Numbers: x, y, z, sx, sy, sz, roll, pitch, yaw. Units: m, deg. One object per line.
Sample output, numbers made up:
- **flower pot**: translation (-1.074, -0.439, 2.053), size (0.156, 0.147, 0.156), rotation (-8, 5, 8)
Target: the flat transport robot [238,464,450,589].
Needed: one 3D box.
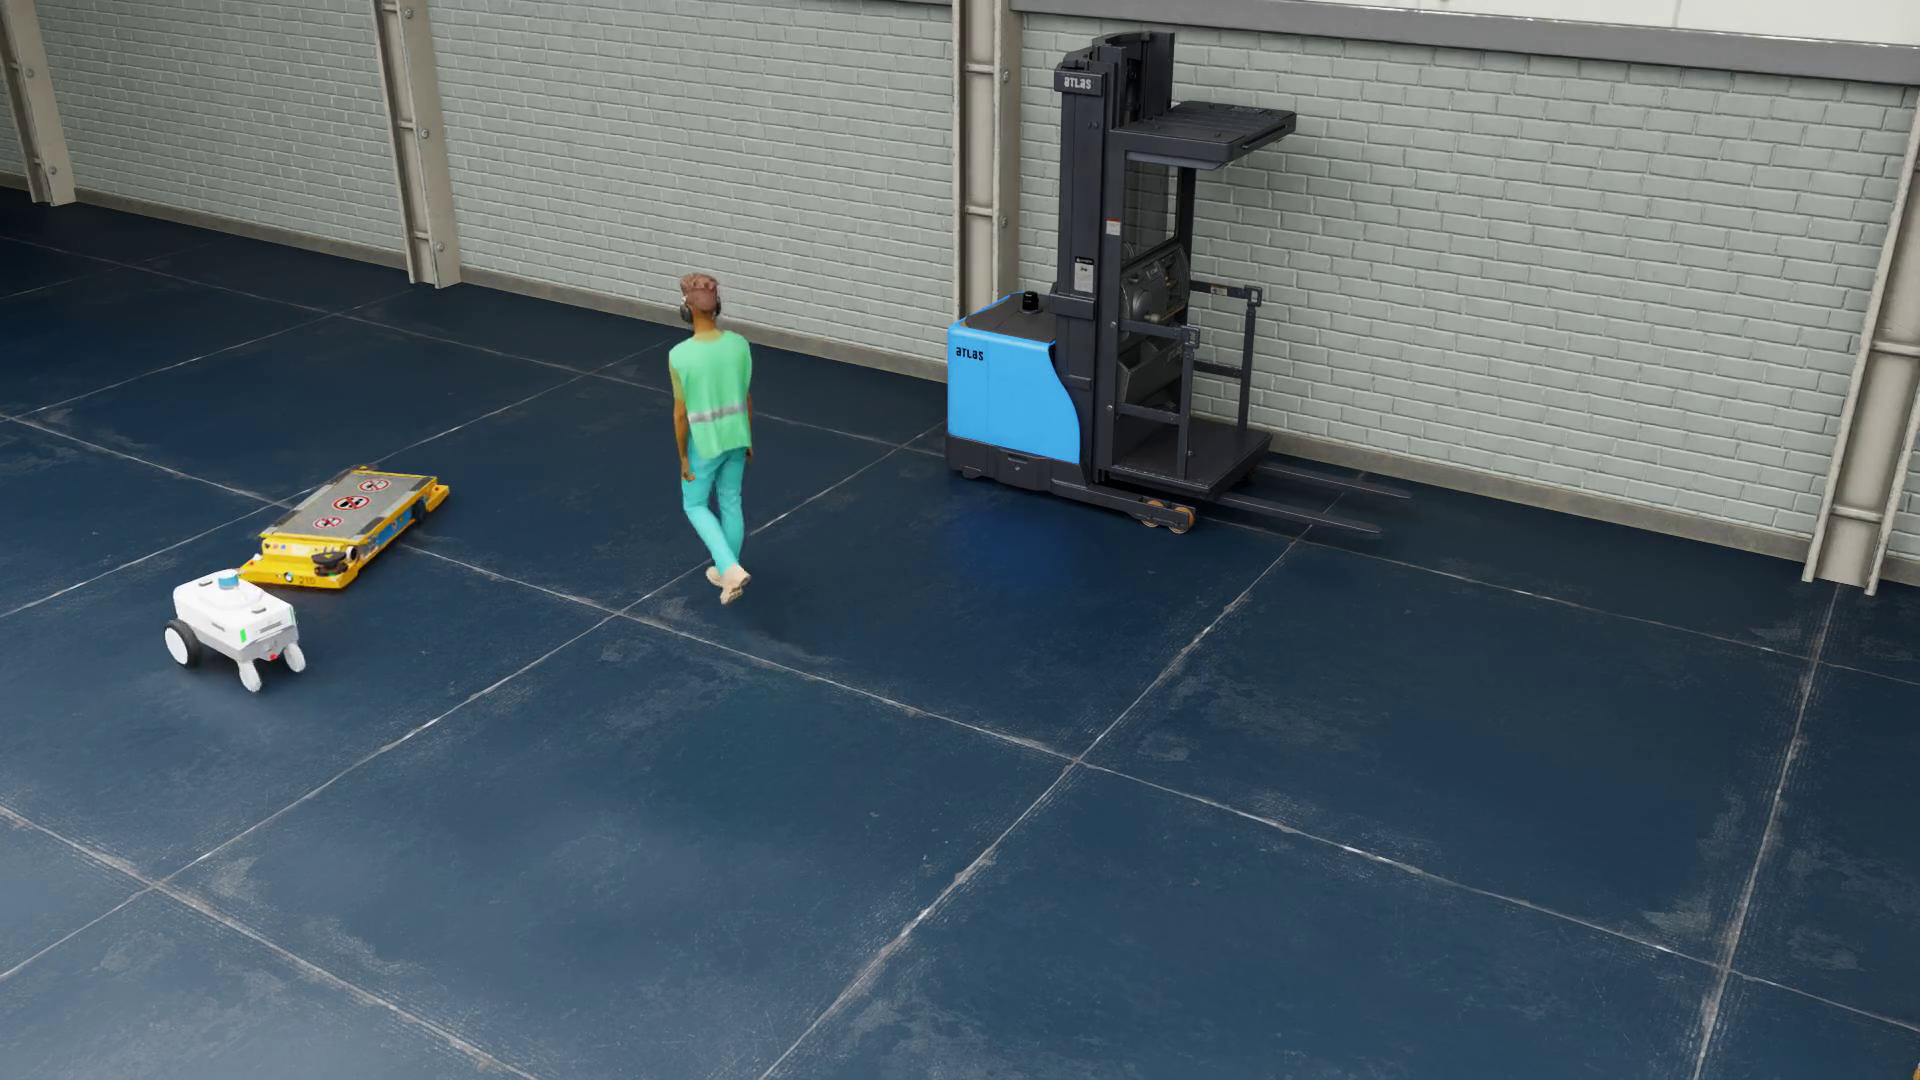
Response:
- **flat transport robot**: translation (-3.849, -0.102, 10.475), size (0.659, 0.231, 1.431), rotation (5, 26, 9)

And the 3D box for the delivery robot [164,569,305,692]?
- **delivery robot**: translation (-3.925, 0.445, 8.997), size (0.793, 0.608, 0.499), rotation (18, 31, 33)

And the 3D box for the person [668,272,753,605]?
- **person**: translation (-1.356, -0.535, 9.418), size (0.495, 1.965, 0.598), rotation (-16, 30, -31)

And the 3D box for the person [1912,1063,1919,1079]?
- **person**: translation (3.782, 1.185, 5.851), size (0.572, 1.897, 0.372), rotation (-17, 30, -32)

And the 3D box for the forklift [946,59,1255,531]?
- **forklift**: translation (0.933, -1.707, 10.833), size (1.873, 2.768, 1.129), rotation (15, 29, 28)
